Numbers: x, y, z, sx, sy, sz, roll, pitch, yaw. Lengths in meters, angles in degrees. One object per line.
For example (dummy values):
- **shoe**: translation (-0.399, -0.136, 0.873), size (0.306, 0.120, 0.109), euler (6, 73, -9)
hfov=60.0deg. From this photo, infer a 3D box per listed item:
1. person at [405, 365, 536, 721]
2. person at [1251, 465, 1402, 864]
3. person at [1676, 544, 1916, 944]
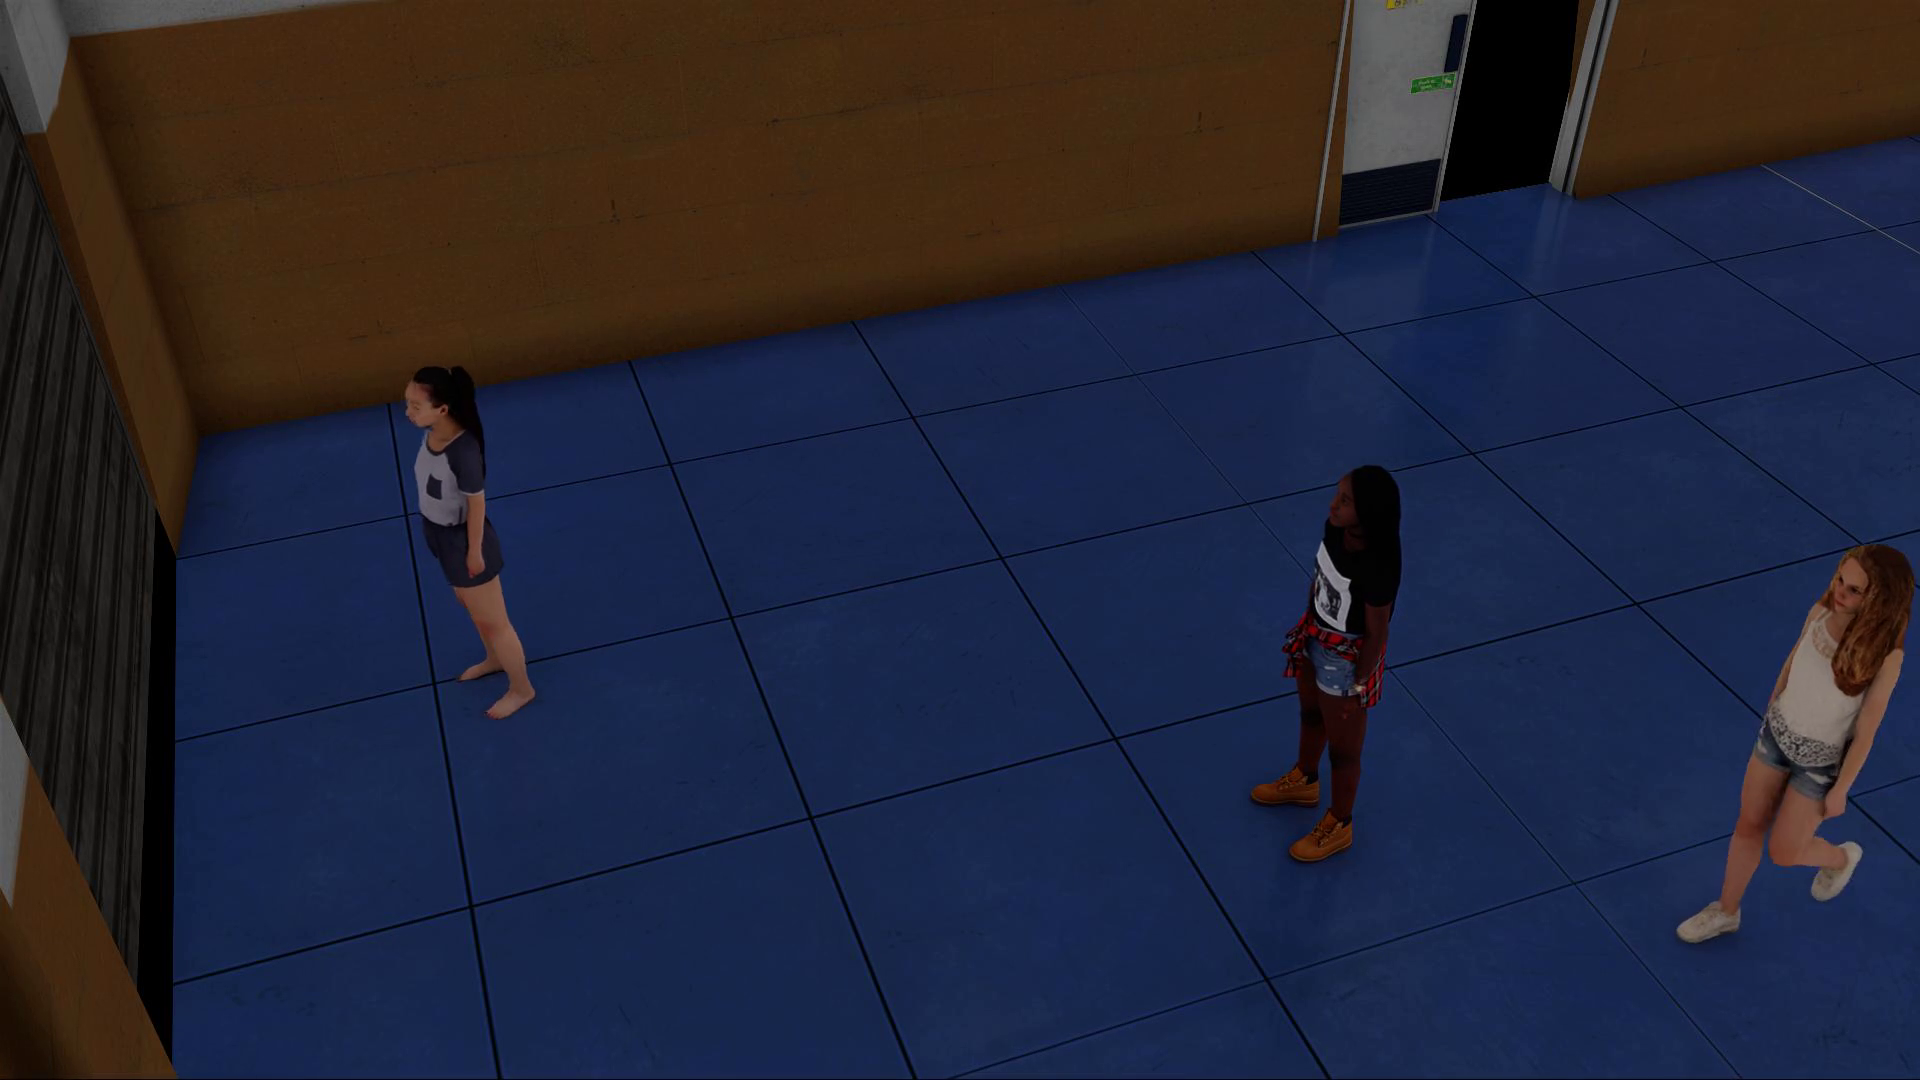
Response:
- **person**: translation (-2.017, -0.013, 6.796), size (0.708, 1.644, 0.525), euler (-18, 40, -22)
- **person**: translation (1.390, 0.447, 6.113), size (0.670, 1.728, 0.540), euler (-10, 38, -13)
- **person**: translation (2.976, 0.736, 5.712), size (0.664, 1.749, 0.841), euler (-10, 38, -13)
